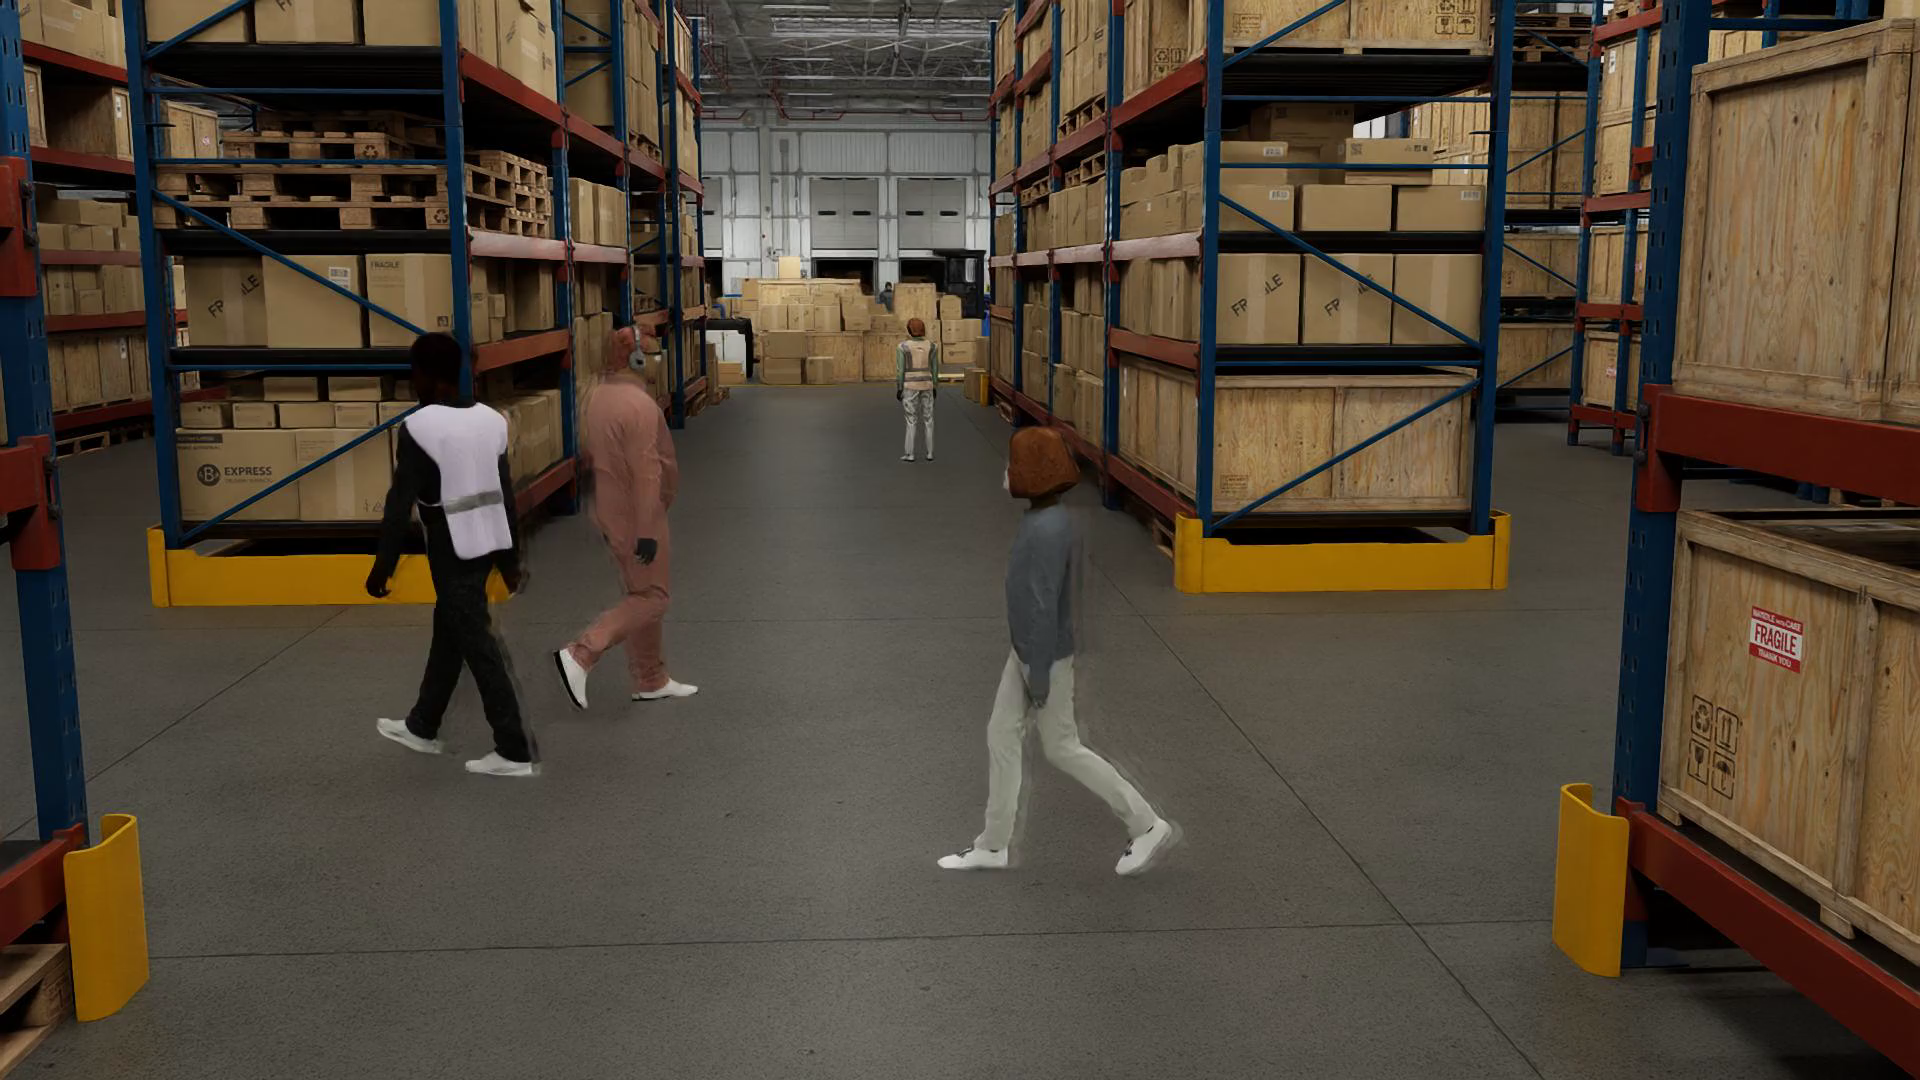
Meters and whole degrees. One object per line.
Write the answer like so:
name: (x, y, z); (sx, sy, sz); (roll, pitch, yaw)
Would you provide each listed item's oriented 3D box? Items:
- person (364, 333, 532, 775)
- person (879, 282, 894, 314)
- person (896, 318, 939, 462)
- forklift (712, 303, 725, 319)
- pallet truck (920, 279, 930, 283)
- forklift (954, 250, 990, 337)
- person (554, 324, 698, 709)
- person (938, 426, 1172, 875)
person: (-2.241, 0.065, 7.099); (0.969, 1.869, 0.598); (3, 10, 18)
person: (-2.316, -7.565, 54.918); (0.651, 1.885, 0.999); (-2, 9, -14)
person: (-0.482, -1.704, 18.927); (0.517, 1.637, 0.309); (-4, 10, -23)
forklift: (-9.166, -8.488, 57.628); (1.873, 2.768, 1.129); (-4, 10, -21)
pallet truck: (-0.932, -8.922, 63.114); (1.885, 1.965, 0.823); (2, 9, 13)
forklift: (0.279, -6.743, 46.671); (1.129, 2.768, 1.873); (7, 11, 37)
person: (-1.630, -0.100, 8.072); (0.692, 1.888, 0.656); (-5, 10, -30)
person: (0.342, 0.401, 5.808); (0.765, 1.608, 0.505); (0, 9, -1)
